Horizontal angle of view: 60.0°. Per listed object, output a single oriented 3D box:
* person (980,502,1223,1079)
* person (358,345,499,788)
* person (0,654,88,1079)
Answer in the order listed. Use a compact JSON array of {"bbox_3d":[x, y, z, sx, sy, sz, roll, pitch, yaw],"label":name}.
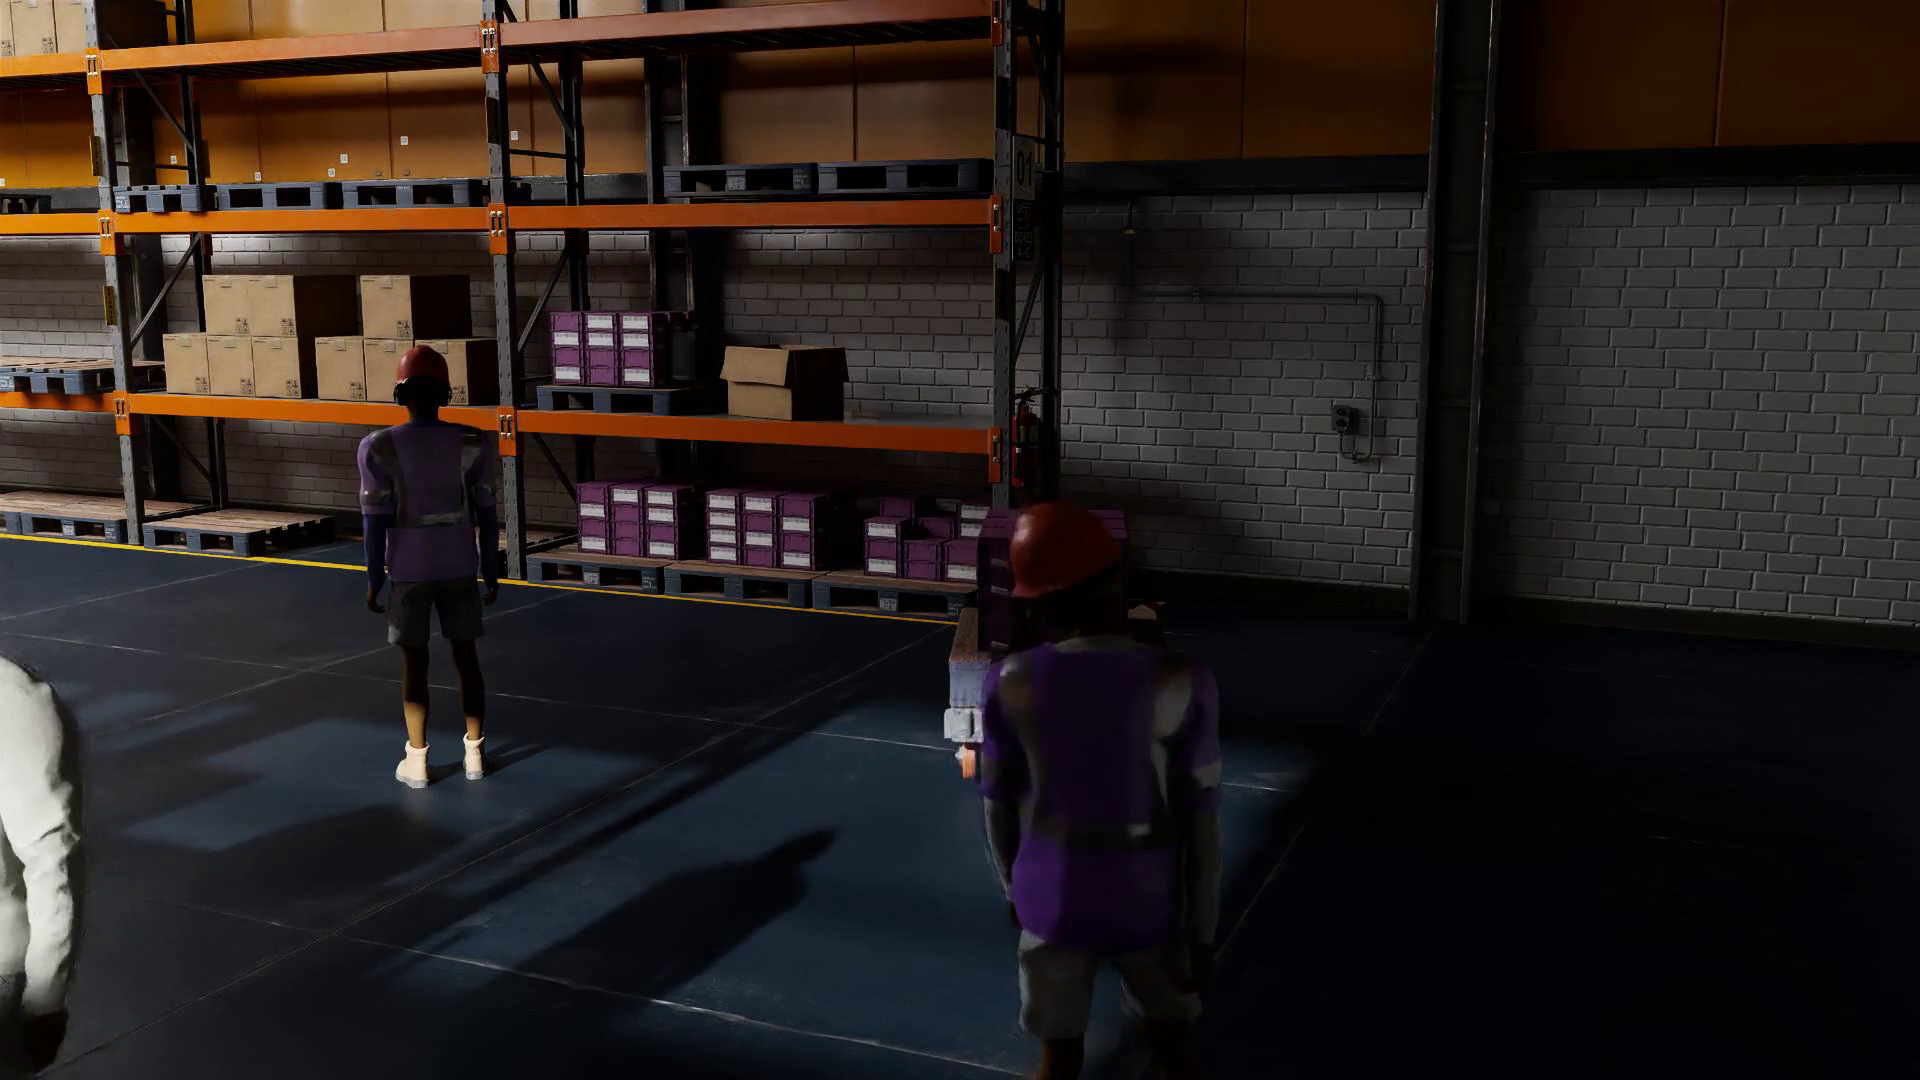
[{"bbox_3d":[0.362,0.840,3.939,0.623,1.877,0.675,1,10,9],"label":"person"},{"bbox_3d":[-2.450,0.125,7.716,0.614,2.043,0.373,-5,11,-28],"label":"person"},{"bbox_3d":[-2.100,0.890,3.502,0.654,1.916,0.559,1,10,9],"label":"person"}]
